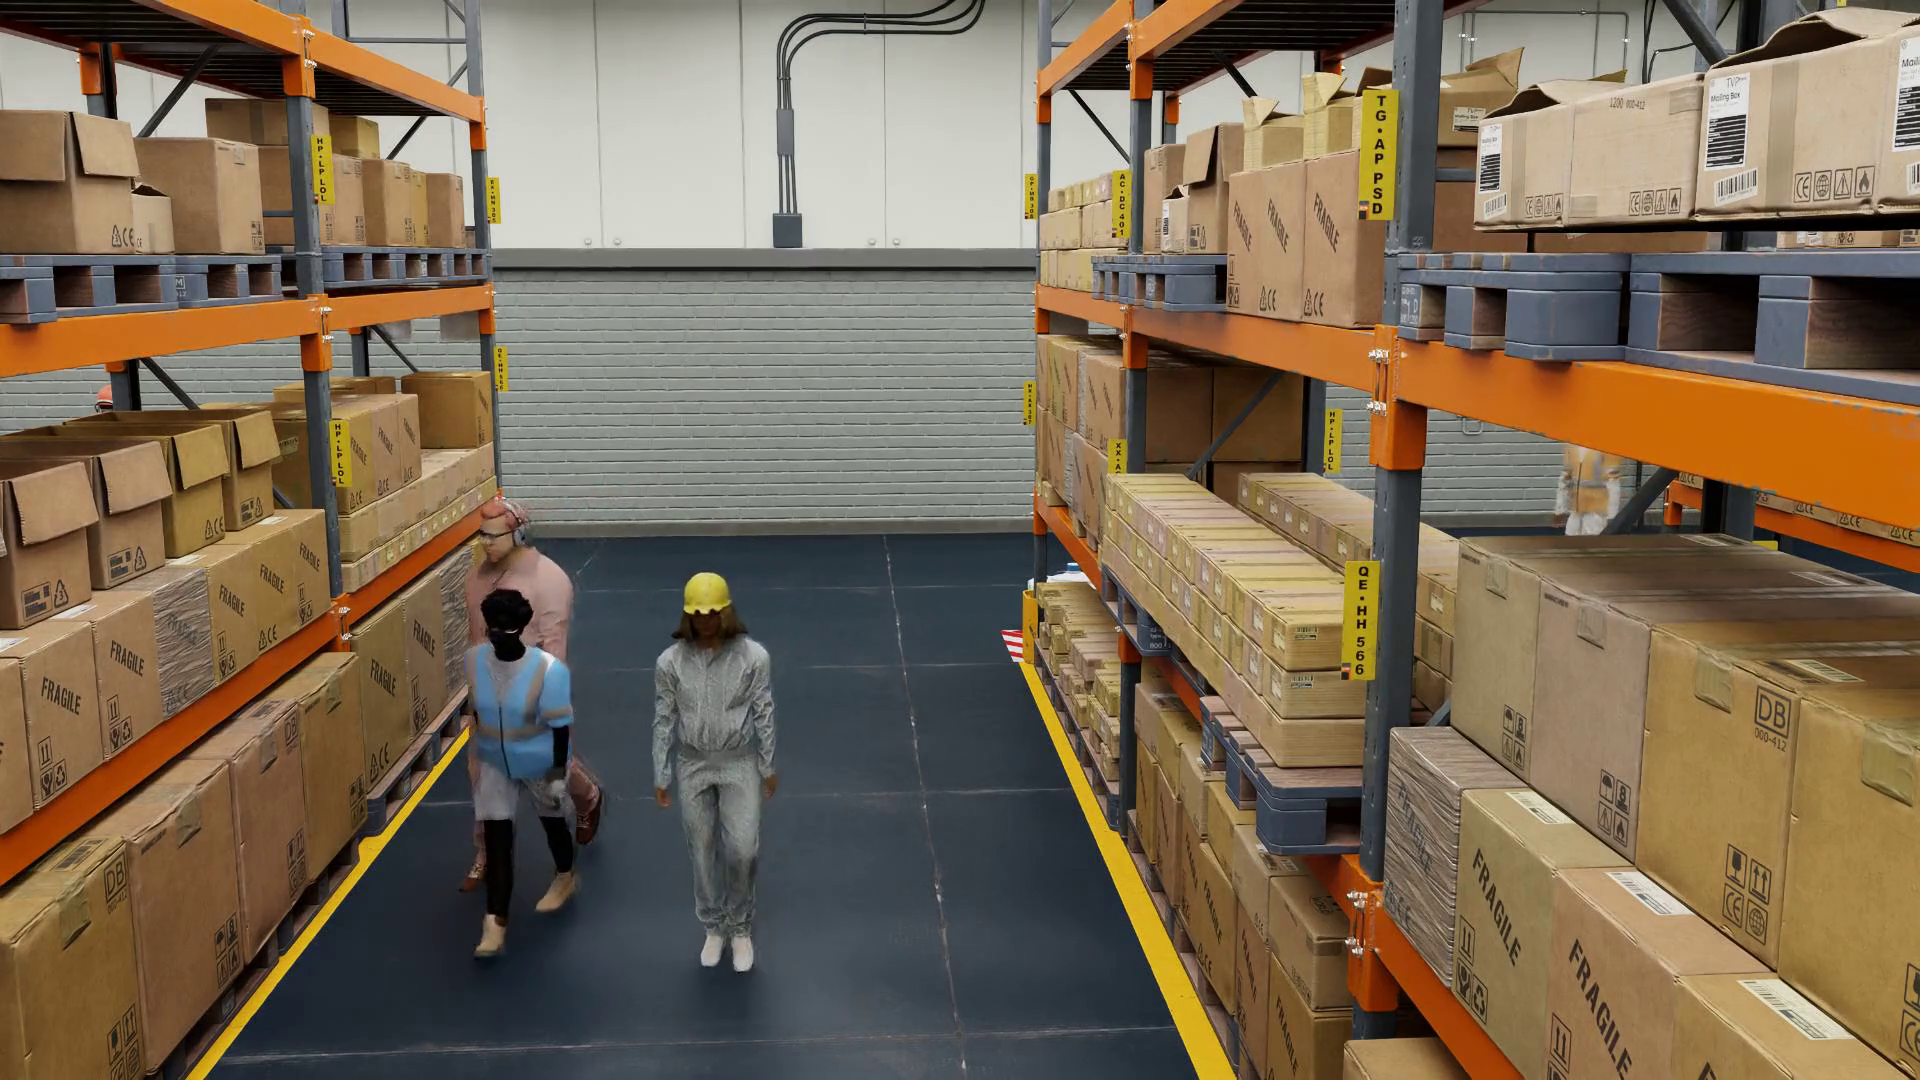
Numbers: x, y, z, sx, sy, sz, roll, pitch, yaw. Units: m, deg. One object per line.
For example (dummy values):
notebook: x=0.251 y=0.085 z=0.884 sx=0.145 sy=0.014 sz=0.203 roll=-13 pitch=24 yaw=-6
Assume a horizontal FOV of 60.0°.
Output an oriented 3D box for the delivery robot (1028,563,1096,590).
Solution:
delivery robot: x=0.918 y=0.430 z=13.505 sx=0.707 sy=0.478 sz=0.477 roll=4 pitch=10 yaw=21

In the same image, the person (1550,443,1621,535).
person: x=5.204 y=-0.262 z=13.842 sx=0.417 sy=1.914 sz=0.632 roll=-4 pitch=10 yaw=-21

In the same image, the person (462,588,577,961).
person: x=-1.929 y=0.984 z=7.350 sx=0.540 sy=1.616 sz=0.947 roll=2 pitch=10 yaw=9

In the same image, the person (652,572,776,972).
person: x=-1.043 y=0.987 z=7.034 sx=0.515 sy=1.725 sz=0.505 roll=0 pitch=10 yaw=-2

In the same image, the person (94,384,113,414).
person: x=-7.012 y=-0.298 z=13.860 sx=0.615 sy=1.990 sz=0.401 roll=-1 pitch=10 yaw=-9

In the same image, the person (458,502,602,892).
person: x=-2.136 y=0.720 z=8.203 sx=0.637 sy=1.874 sz=0.849 roll=4 pitch=10 yaw=22
